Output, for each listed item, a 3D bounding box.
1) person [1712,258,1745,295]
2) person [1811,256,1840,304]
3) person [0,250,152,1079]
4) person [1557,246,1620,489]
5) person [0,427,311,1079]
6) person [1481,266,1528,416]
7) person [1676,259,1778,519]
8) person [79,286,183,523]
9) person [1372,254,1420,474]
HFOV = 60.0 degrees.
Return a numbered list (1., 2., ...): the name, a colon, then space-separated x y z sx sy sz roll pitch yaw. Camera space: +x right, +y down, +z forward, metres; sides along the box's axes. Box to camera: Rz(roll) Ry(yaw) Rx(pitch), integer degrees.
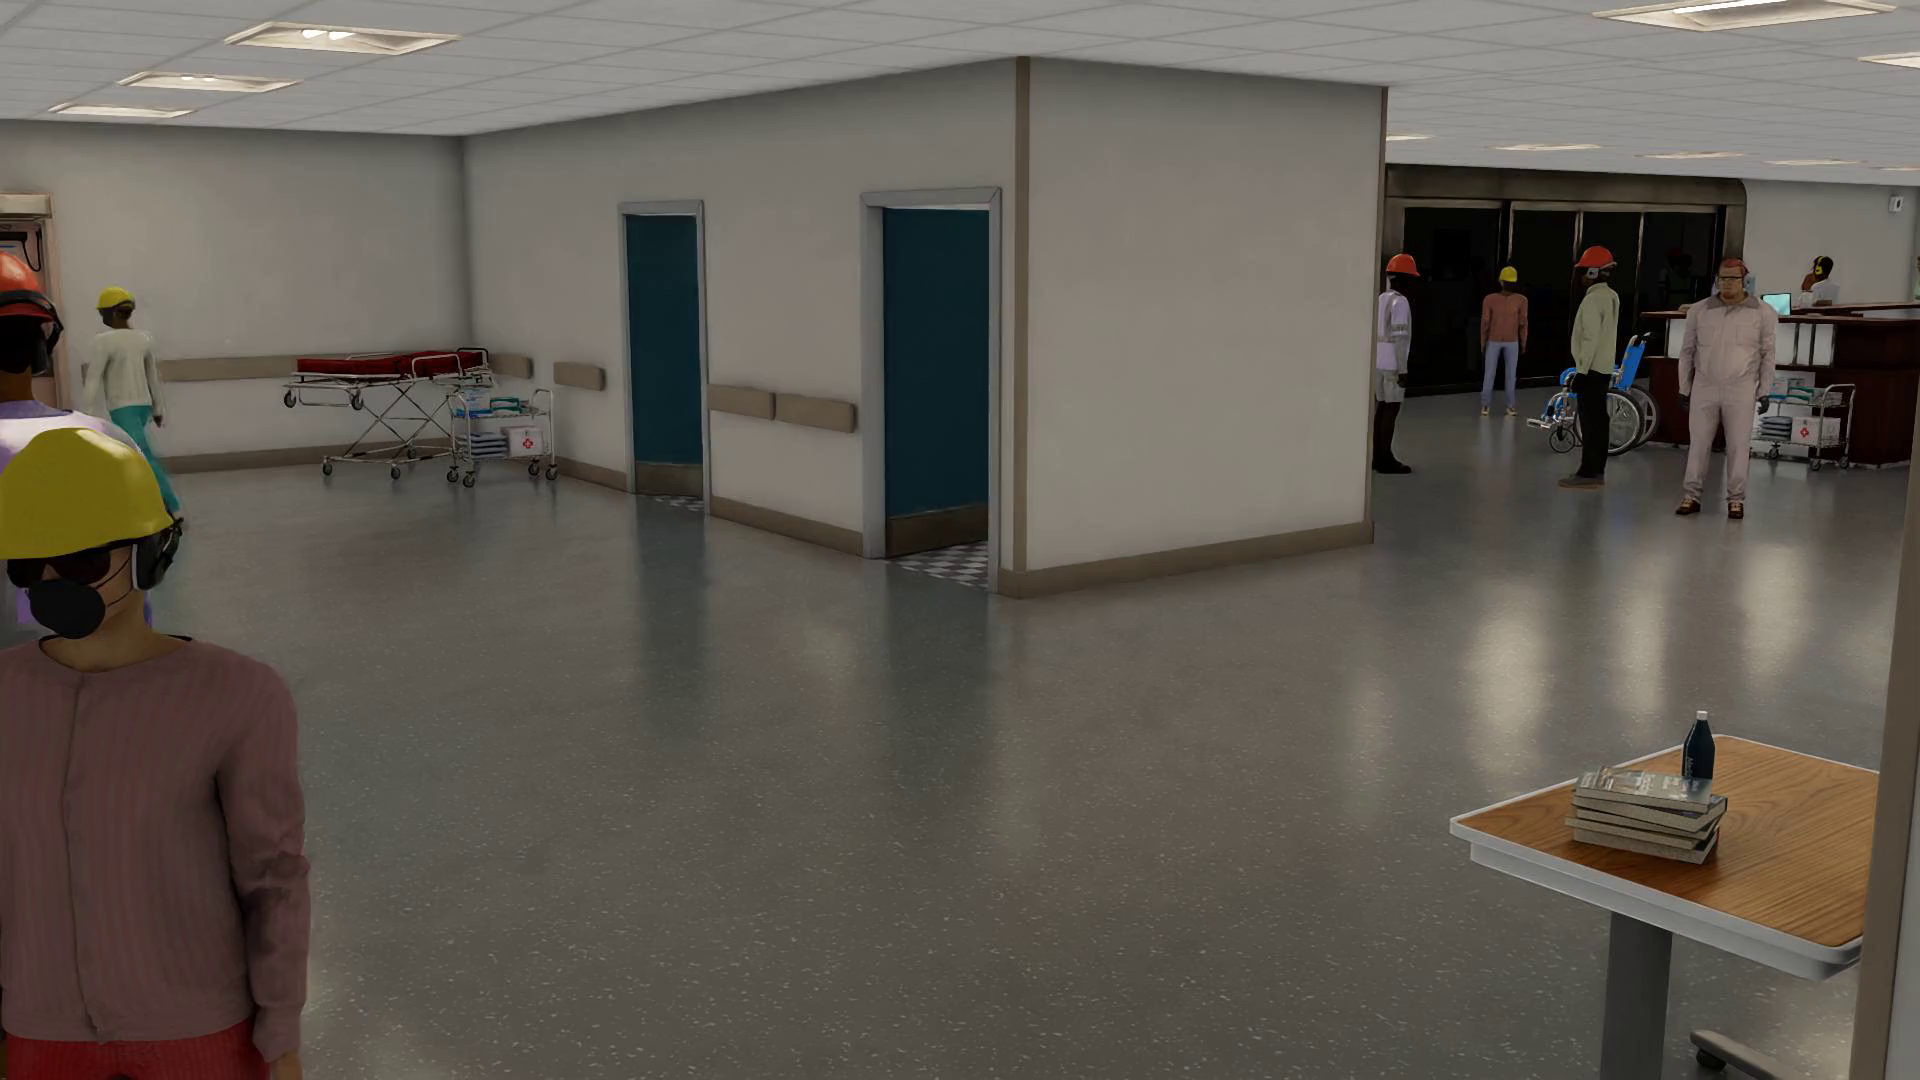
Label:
1. person: 10.400 -2.902 22.547 0.626 1.832 0.431 -9 14 -41
2. person: 10.471 -2.515 20.265 0.535 1.864 0.309 -6 12 -31
3. person: -1.947 0.408 3.451 0.409 2.028 0.618 3 11 17
4. person: 5.221 -1.419 13.757 0.379 1.996 0.610 8 13 36
5. person: -1.223 0.713 2.456 0.524 1.770 0.315 -1 10 -3
6. person: 6.391 -2.331 19.546 0.535 1.759 0.346 2 10 9
7. person: 5.642 -1.112 12.288 0.655 1.906 0.407 6 12 32
8. person: -5.985 -0.952 11.932 0.926 1.716 0.539 2 10 11
9. person: 3.838 -1.549 14.682 0.390 1.929 0.545 -1 10 -6
